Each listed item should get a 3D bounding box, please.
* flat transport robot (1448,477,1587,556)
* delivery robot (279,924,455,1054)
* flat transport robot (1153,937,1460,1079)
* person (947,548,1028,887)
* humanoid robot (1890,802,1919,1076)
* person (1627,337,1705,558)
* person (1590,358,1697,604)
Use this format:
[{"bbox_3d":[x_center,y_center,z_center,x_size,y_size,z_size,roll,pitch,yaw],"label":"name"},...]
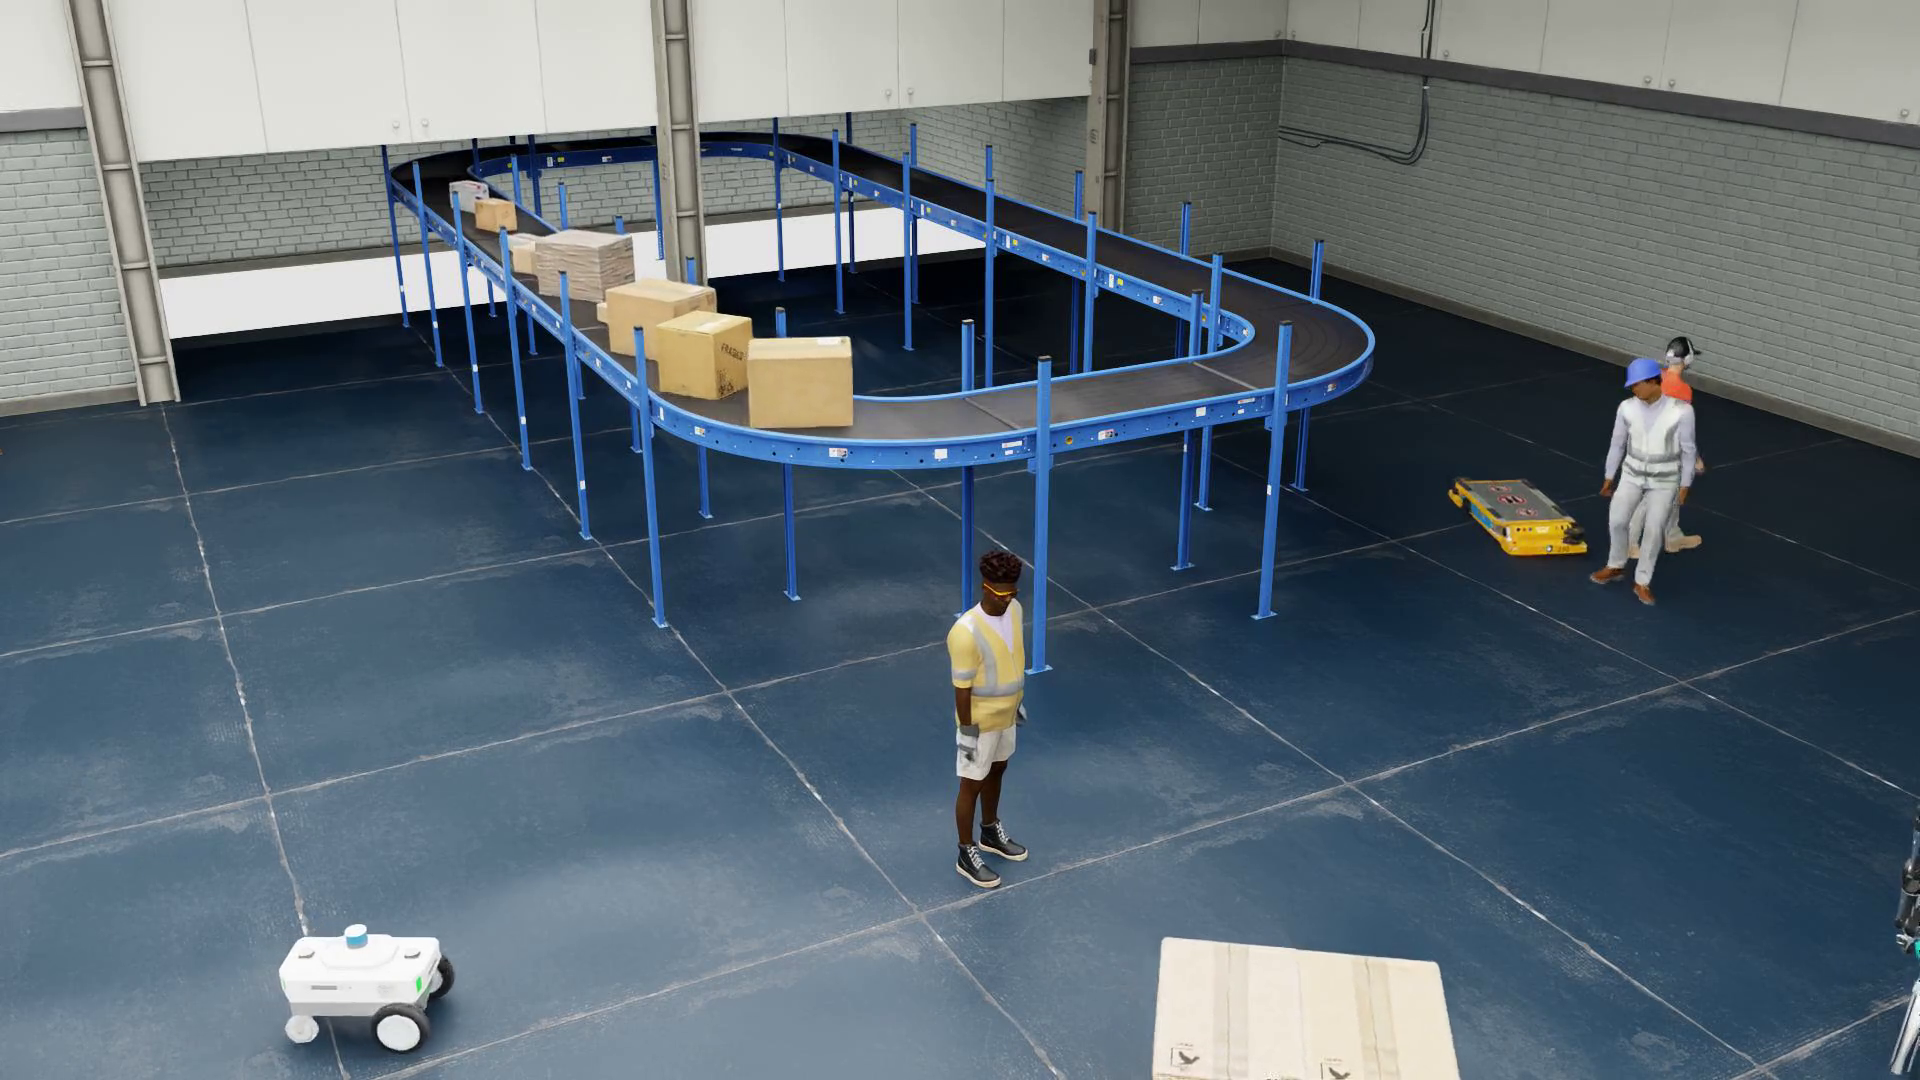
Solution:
[{"bbox_3d":[4.812,-0.218,14.413,0.659,0.231,1.431,-2,22,-5],"label":"flat transport robot"},{"bbox_3d":[-2.903,2.169,8.153,0.813,0.610,0.499,0,22,0],"label":"delivery robot"},{"bbox_3d":[1.465,2.635,7.361,0.659,0.231,1.431,3,22,8],"label":"flat transport robot"},{"bbox_3d":[0.173,0.964,9.242,0.371,1.959,0.600,14,26,31],"label":"person"},{"bbox_3d":[4.606,1.798,7.581,0.844,1.827,0.544,-18,28,-38],"label":"humanoid robot"},{"bbox_3d":[5.826,-0.726,13.542,0.785,1.877,0.509,-1,22,-1],"label":"person"},{"bbox_3d":[5.325,-0.464,12.857,0.674,1.898,0.429,17,28,36],"label":"person"}]
